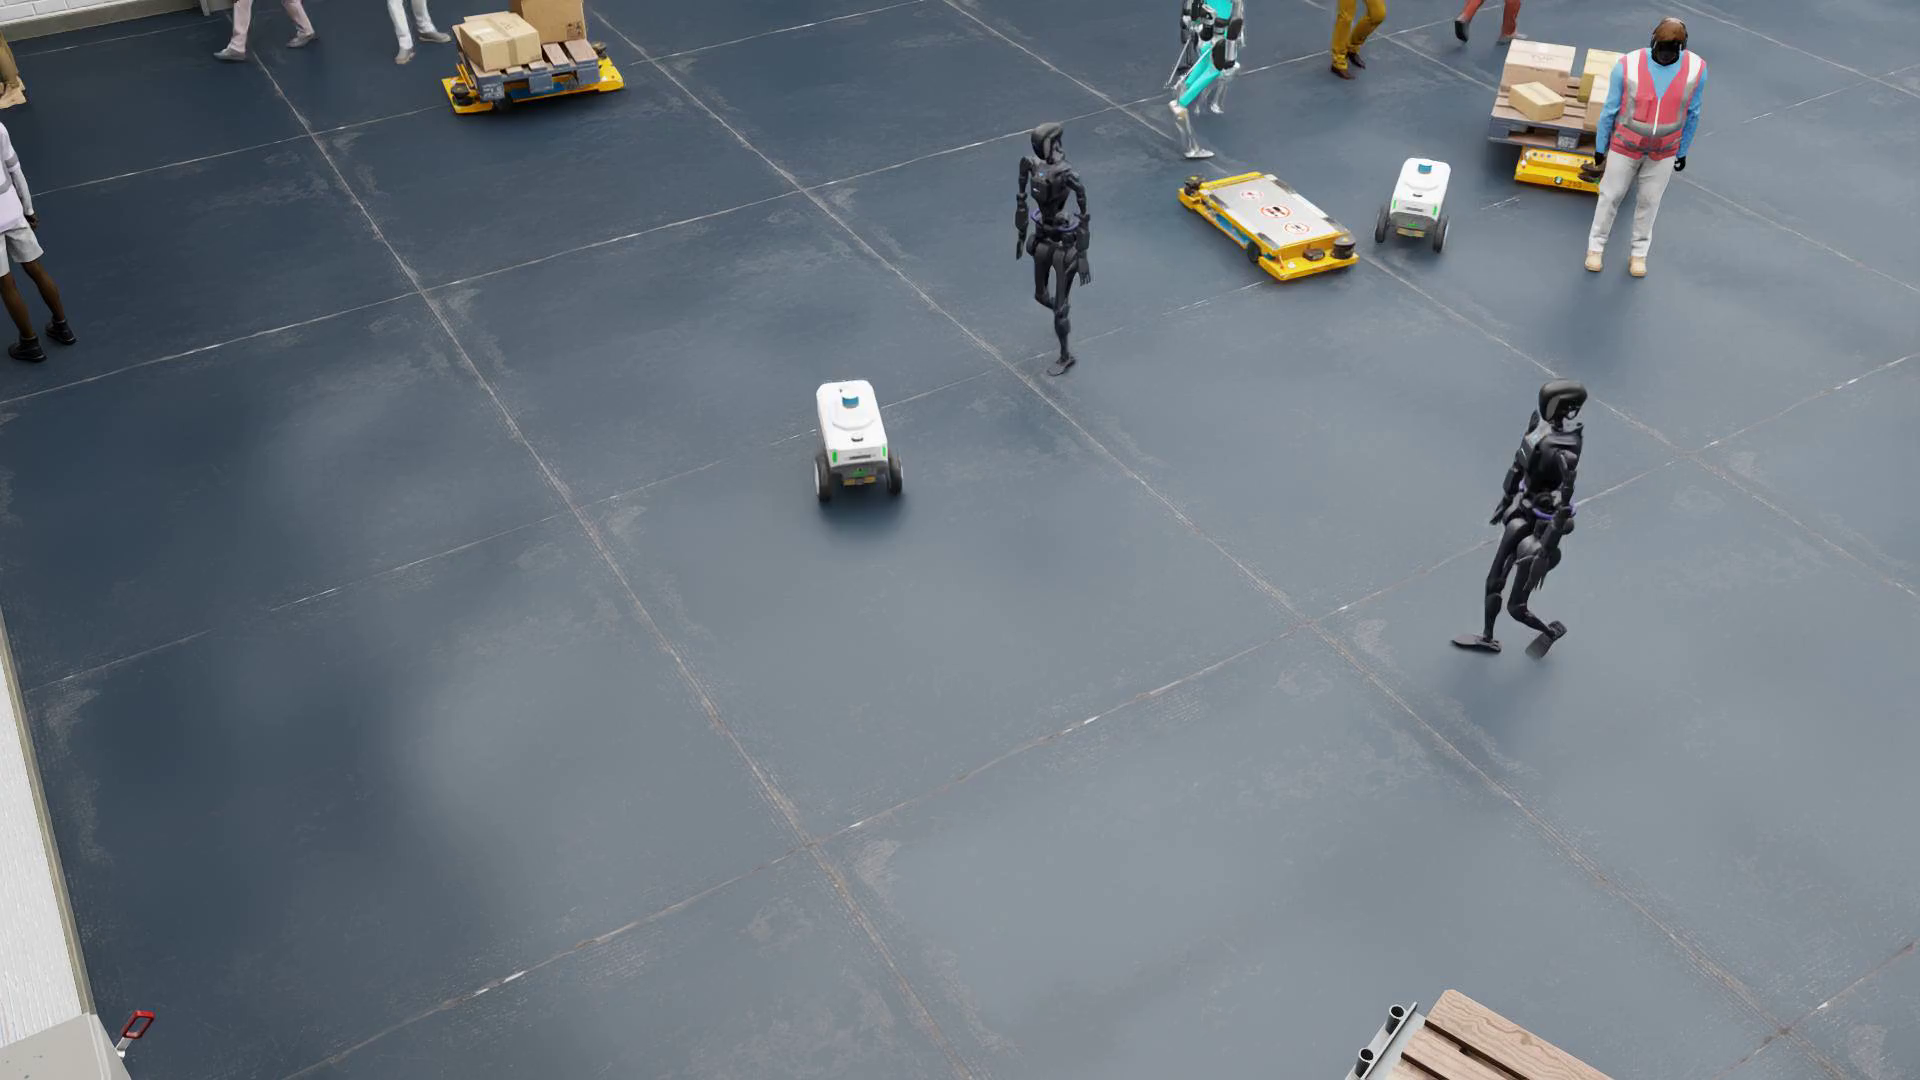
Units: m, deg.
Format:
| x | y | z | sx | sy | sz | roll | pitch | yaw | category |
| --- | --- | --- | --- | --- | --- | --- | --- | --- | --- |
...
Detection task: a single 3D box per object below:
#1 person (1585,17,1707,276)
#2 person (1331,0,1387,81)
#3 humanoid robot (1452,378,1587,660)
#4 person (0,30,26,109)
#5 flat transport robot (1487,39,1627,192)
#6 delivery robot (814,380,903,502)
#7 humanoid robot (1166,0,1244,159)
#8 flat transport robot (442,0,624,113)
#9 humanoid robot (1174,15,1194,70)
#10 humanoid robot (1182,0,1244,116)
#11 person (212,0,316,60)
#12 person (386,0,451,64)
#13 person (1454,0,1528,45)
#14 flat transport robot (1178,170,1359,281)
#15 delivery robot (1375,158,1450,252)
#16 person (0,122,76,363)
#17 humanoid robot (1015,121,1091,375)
| x | y | z | sx | sy | sz | roll | pitch | yaw | category |
| --- | --- | --- | --- | --- | --- | --- | --- | --- | --- |
| 4.691 | -2.702 | 11.447 | 0.634 | 1.831 | 0.430 | 7 | 39 | 9 | person |
| 3.406 | -4.779 | 14.134 | 0.550 | 1.745 | 0.390 | -26 | 45 | -29 | person |
| 2.881 | -0.075 | 8.272 | 0.531 | 1.640 | 0.611 | -4 | 39 | -5 | humanoid robot |
| -8.159 | -4.486 | 13.751 | 0.366 | 1.762 | 0.522 | -16 | 41 | -19 | person |
| 4.870 | -3.207 | 13.338 | 0.659 | 0.231 | 1.431 | 13 | 40 | 16 | flat transport robot |
| -0.634 | -0.600 | 9.833 | 0.499 | 0.612 | 0.815 | -7 | 39 | -9 | delivery robot |
| 1.818 | -3.728 | 12.849 | 0.664 | 1.843 | 0.538 | -13 | 40 | -15 | humanoid robot |
| -3.683 | -3.976 | 14.308 | 1.431 | 0.231 | 0.659 | -15 | 41 | -18 | flat transport robot |
| 2.119 | -4.858 | 14.288 | 0.608 | 1.633 | 0.410 | -11 | 40 | -14 | humanoid robot |
| 2.128 | -4.271 | 13.521 | 0.531 | 1.829 | 0.638 | -18 | 42 | -22 | humanoid robot |
| -6.217 | -5.095 | 14.489 | 0.586 | 1.788 | 0.957 | 27 | 46 | 29 | person |
| -4.908 | -5.162 | 14.541 | 0.624 | 1.855 | 0.592 | -15 | 41 | -19 | person |
| 4.828 | -5.253 | 14.615 | 0.698 | 1.817 | 0.564 | -19 | 42 | -22 | person |
| 2.258 | -2.358 | 12.268 | 0.659 | 0.231 | 1.431 | -16 | 41 | -19 | flat transport robot |
| 3.369 | -2.503 | 12.209 | 0.499 | 0.582 | 0.773 | 13 | 40 | 15 | delivery robot |
| -6.131 | -2.035 | 10.517 | 0.363 | 1.935 | 0.551 | 19 | 42 | 23 | person |
| 0.643 | -1.922 | 10.597 | 0.614 | 1.625 | 0.600 | 29 | 47 | 31 | humanoid robot |
